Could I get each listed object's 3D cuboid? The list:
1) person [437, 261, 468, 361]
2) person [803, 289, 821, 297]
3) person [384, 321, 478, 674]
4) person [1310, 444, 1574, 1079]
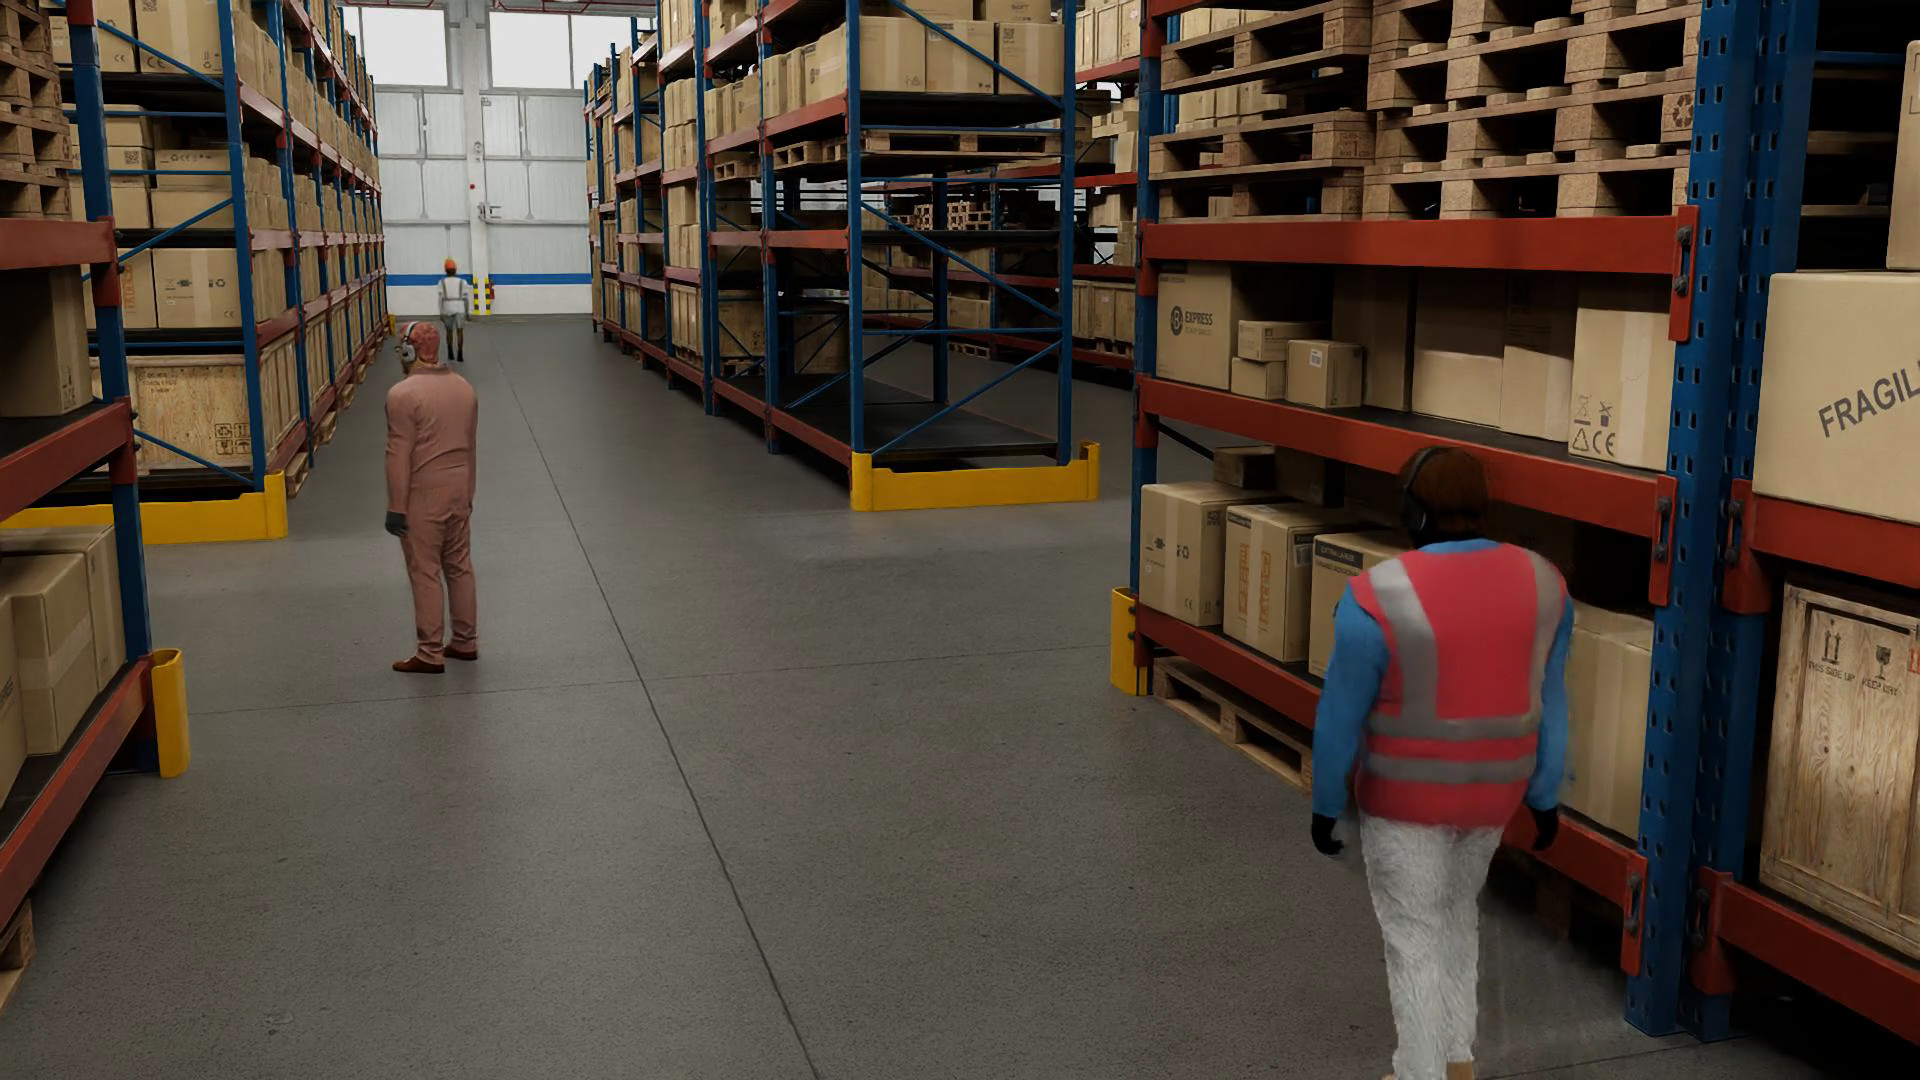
[{"bbox_3d":[-9.623,-4.341,31.615,0.549,1.883,1.022,-3,11,-17],"label":"person"},{"bbox_3d":[-3.007,-4.568,33.065,0.591,1.807,0.756,-4,11,-22],"label":"person"},{"bbox_3d":[-2.889,-0.233,9.045,0.400,1.901,0.642,4,11,21],"label":"person"},{"bbox_3d":[1.218,0.656,4.359,0.659,1.825,0.537,-3,11,-14],"label":"person"}]
